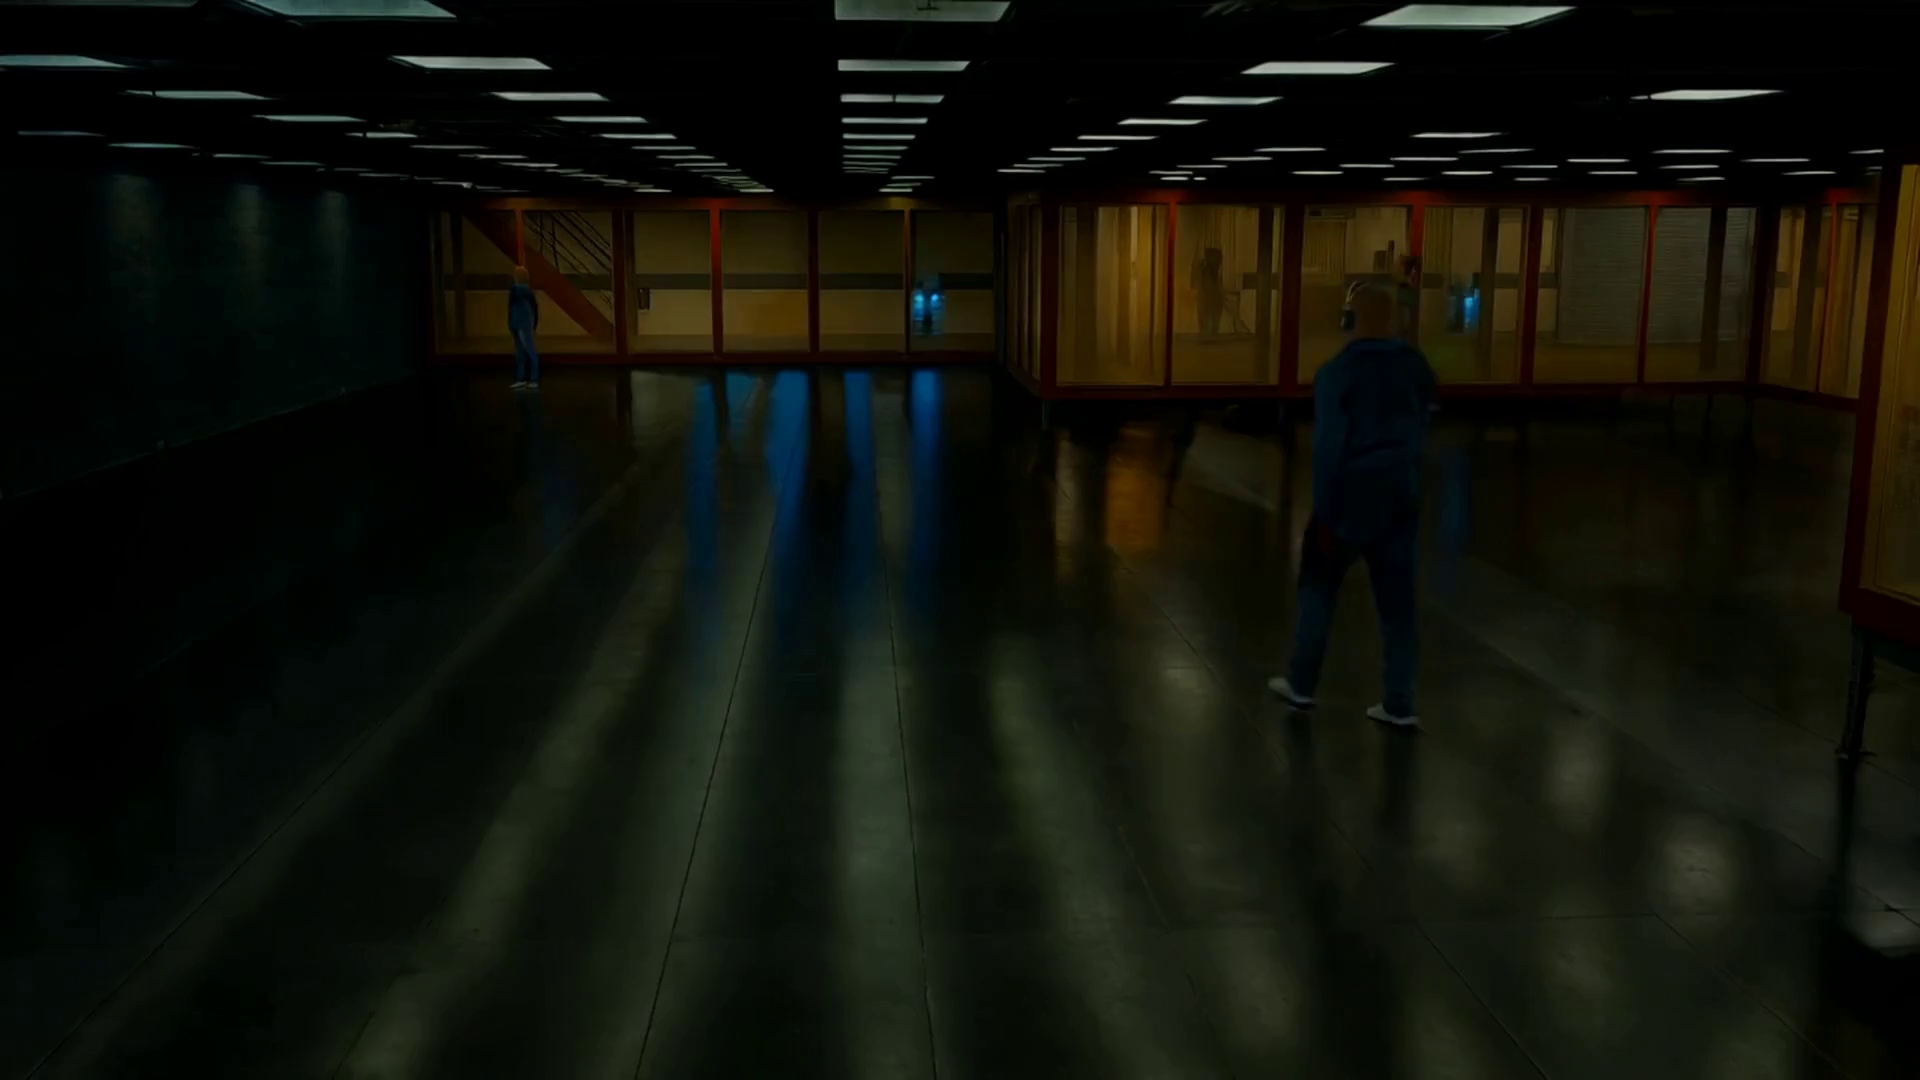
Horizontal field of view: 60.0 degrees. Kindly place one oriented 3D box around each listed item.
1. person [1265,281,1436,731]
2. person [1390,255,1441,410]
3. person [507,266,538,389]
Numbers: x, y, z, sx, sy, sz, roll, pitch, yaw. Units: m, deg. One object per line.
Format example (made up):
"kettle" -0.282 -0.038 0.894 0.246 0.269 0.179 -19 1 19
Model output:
"person" 1.677 -0.158 7.139 0.660 1.875 0.879 -5 11 -23
"person" 5.160 -2.426 19.520 0.950 1.829 0.522 -1 11 -4
"person" -5.842 -2.834 22.208 0.506 1.631 0.266 6 12 31
